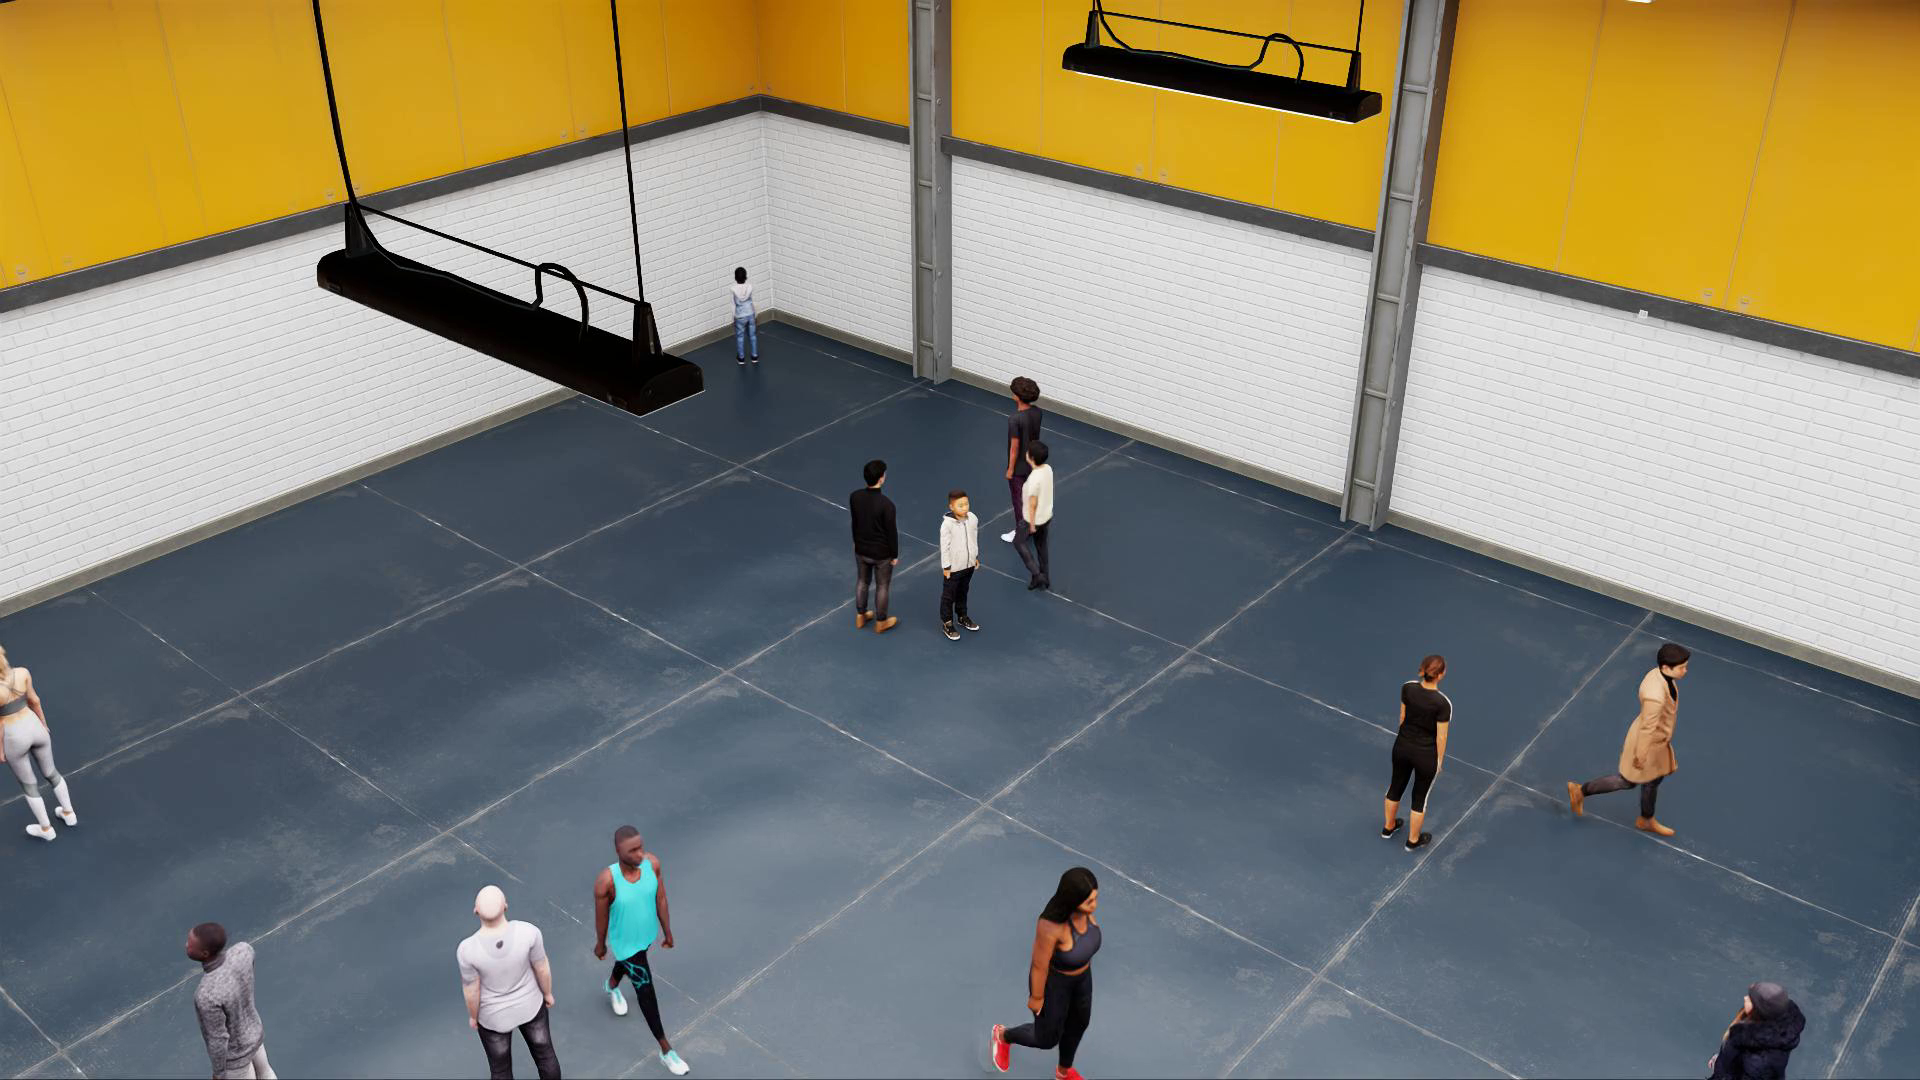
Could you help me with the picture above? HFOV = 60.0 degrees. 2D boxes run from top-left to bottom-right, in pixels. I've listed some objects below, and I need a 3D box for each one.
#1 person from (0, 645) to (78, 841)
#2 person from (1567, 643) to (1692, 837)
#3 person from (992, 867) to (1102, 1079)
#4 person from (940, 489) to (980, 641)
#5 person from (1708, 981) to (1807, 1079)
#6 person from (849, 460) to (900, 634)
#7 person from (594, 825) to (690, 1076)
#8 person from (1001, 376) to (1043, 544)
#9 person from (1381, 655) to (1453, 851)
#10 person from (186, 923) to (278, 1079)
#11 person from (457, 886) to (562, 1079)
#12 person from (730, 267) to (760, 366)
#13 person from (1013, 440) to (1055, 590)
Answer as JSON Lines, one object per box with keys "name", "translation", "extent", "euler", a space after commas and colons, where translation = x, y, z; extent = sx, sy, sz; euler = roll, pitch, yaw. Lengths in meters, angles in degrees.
{"name": "person", "translation": [-7.096, 1.508, 12.602], "extent": [0.558, 1.704, 0.607], "euler": [15, 32, 25]}
{"name": "person", "translation": [5.128, 1.496, 12.631], "extent": [1.113, 1.698, 0.786], "euler": [15, 32, 25]}
{"name": "person", "translation": [0.565, 2.695, 10.337], "extent": [0.927, 1.789, 0.681], "euler": [22, 36, 35]}
{"name": "person", "translation": [-0.022, 0.194, 15.271], "extent": [0.598, 1.455, 0.553], "euler": [-24, 37, -37]}
{"name": "person", "translation": [4.595, 3.219, 9.534], "extent": [0.983, 1.639, 0.645], "euler": [22, 35, 34]}
{"name": "person", "translation": [-0.793, 0.053, 15.252], "extent": [0.525, 1.720, 0.735], "euler": [16, 32, 27]}
{"name": "person", "translation": [-2.147, 2.517, 10.700], "extent": [0.711, 1.753, 1.264], "euler": [-24, 37, -37]}
{"name": "person", "translation": [0.649, -0.814, 16.776], "extent": [0.548, 1.784, 0.619], "euler": [21, 35, 33]}
{"name": "person", "translation": [3.439, 1.579, 12.507], "extent": [0.662, 1.670, 0.494], "euler": [-23, 36, -35]}
{"name": "person", "translation": [-4.236, 2.971, 9.780], "extent": [0.779, 1.838, 0.759], "euler": [1, 29, 2]}
{"name": "person", "translation": [-2.720, 2.820, 10.057], "extent": [0.757, 1.838, 0.750], "euler": [-12, 31, -20]}
{"name": "person", "translation": [-2.740, -2.849, 21.052], "extent": [0.567, 1.260, 0.610], "euler": [-8, 30, -14]}
{"name": "person", "translation": [0.798, -0.200, 15.865], "extent": [0.605, 1.577, 0.624], "euler": [17, 33, 28]}
